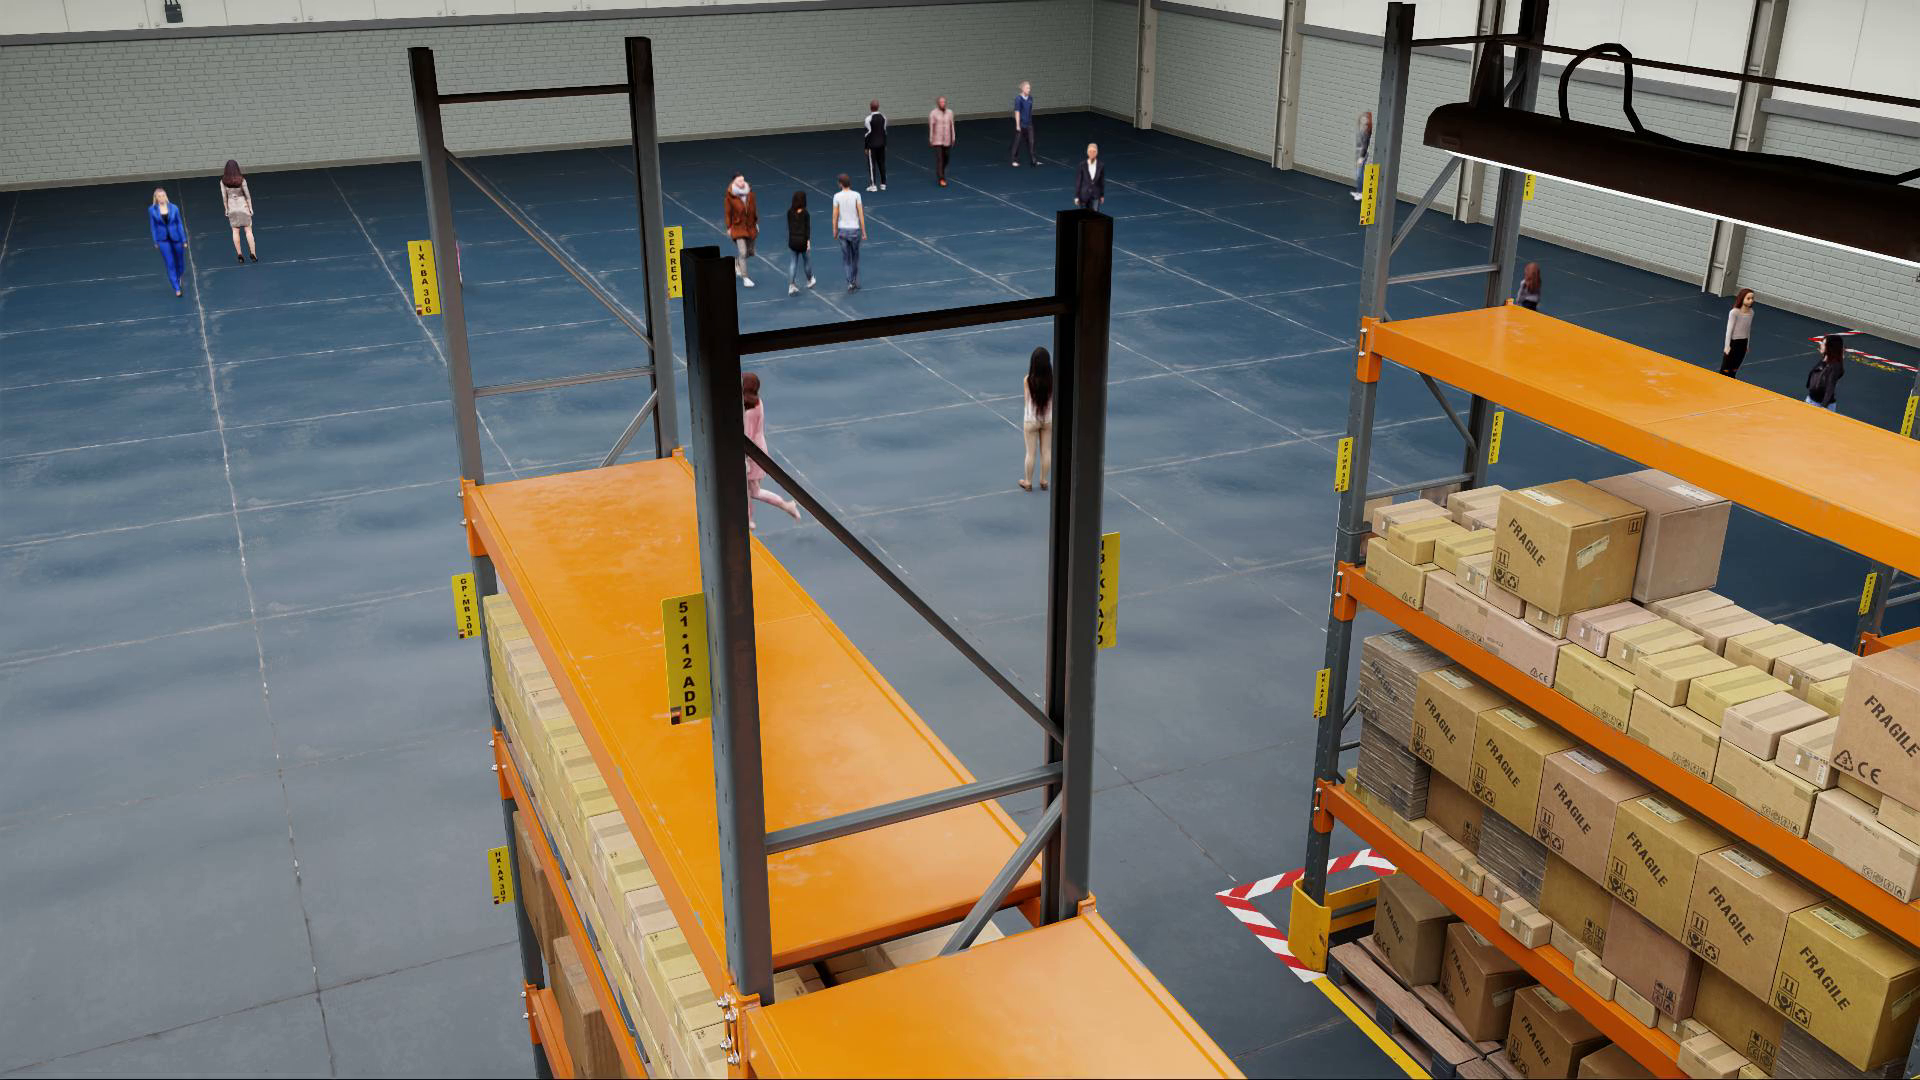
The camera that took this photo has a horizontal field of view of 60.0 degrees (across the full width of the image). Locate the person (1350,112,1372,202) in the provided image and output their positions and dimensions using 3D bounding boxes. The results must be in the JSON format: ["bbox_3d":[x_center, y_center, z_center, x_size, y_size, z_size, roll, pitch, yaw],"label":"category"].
[{"bbox_3d":[7.999,-7.670,33.195,0.908,1.759,0.607,-1,23,-2],"label":"person"}]

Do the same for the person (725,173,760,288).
[{"bbox_3d":[-3.549,-5.042,26.939,0.852,1.818,1.090,-16,28,-34],"label":"person"}]

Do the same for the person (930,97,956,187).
[{"bbox_3d":[-0.396,-8.348,34.757,0.767,1.785,1.137,-8,24,-18],"label":"person"}]

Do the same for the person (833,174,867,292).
[{"bbox_3d":[-1.776,-4.869,26.529,0.898,1.822,1.202,-2,23,-5],"label":"person"}]

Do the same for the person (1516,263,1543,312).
[{"bbox_3d":[8.302,-3.472,24.170,0.540,1.097,0.549,-5,23,-11],"label":"person"}]

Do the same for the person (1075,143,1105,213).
[{"bbox_3d":[2.303,-6.136,29.561,1.026,1.780,1.268,1,23,1],"label":"person"}]

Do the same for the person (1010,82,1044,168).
[{"bbox_3d":[1.311,-9.074,36.417,0.869,1.823,1.194,-17,28,-35],"label":"person"}]

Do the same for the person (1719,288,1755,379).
[{"bbox_3d":[9.996,-2.518,21.433,0.561,1.484,0.512,-8,24,-18],"label":"person"}]

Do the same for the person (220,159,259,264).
[{"bbox_3d":[-12.300,-5.605,28.357,0.650,1.745,0.588,-4,23,-10],"label":"person"}]

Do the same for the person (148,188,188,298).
[{"bbox_3d":[-12.556,-4.733,26.407,0.697,1.667,1.131,-13,26,-28],"label":"person"}]

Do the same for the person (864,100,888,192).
[{"bbox_3d":[-1.723,-8.097,34.112,0.681,1.828,0.564,-13,26,-28],"label":"person"}]

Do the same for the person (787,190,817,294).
[{"bbox_3d":[-2.591,-4.702,26.410,1.018,1.608,1.093,8,24,18],"label":"person"}]

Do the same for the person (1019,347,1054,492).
[{"bbox_3d":[0.879,-1.328,18.419,0.628,1.652,0.571,-10,25,-23],"label":"person"}]

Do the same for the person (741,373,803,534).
[{"bbox_3d":[-2.044,-0.839,17.107,0.892,1.779,1.004,-2,23,-4],"label":"person"}]

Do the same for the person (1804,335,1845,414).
[{"bbox_3d":[9.883,-1.526,18.947,1.032,1.604,1.104,2,23,4],"label":"person"}]
